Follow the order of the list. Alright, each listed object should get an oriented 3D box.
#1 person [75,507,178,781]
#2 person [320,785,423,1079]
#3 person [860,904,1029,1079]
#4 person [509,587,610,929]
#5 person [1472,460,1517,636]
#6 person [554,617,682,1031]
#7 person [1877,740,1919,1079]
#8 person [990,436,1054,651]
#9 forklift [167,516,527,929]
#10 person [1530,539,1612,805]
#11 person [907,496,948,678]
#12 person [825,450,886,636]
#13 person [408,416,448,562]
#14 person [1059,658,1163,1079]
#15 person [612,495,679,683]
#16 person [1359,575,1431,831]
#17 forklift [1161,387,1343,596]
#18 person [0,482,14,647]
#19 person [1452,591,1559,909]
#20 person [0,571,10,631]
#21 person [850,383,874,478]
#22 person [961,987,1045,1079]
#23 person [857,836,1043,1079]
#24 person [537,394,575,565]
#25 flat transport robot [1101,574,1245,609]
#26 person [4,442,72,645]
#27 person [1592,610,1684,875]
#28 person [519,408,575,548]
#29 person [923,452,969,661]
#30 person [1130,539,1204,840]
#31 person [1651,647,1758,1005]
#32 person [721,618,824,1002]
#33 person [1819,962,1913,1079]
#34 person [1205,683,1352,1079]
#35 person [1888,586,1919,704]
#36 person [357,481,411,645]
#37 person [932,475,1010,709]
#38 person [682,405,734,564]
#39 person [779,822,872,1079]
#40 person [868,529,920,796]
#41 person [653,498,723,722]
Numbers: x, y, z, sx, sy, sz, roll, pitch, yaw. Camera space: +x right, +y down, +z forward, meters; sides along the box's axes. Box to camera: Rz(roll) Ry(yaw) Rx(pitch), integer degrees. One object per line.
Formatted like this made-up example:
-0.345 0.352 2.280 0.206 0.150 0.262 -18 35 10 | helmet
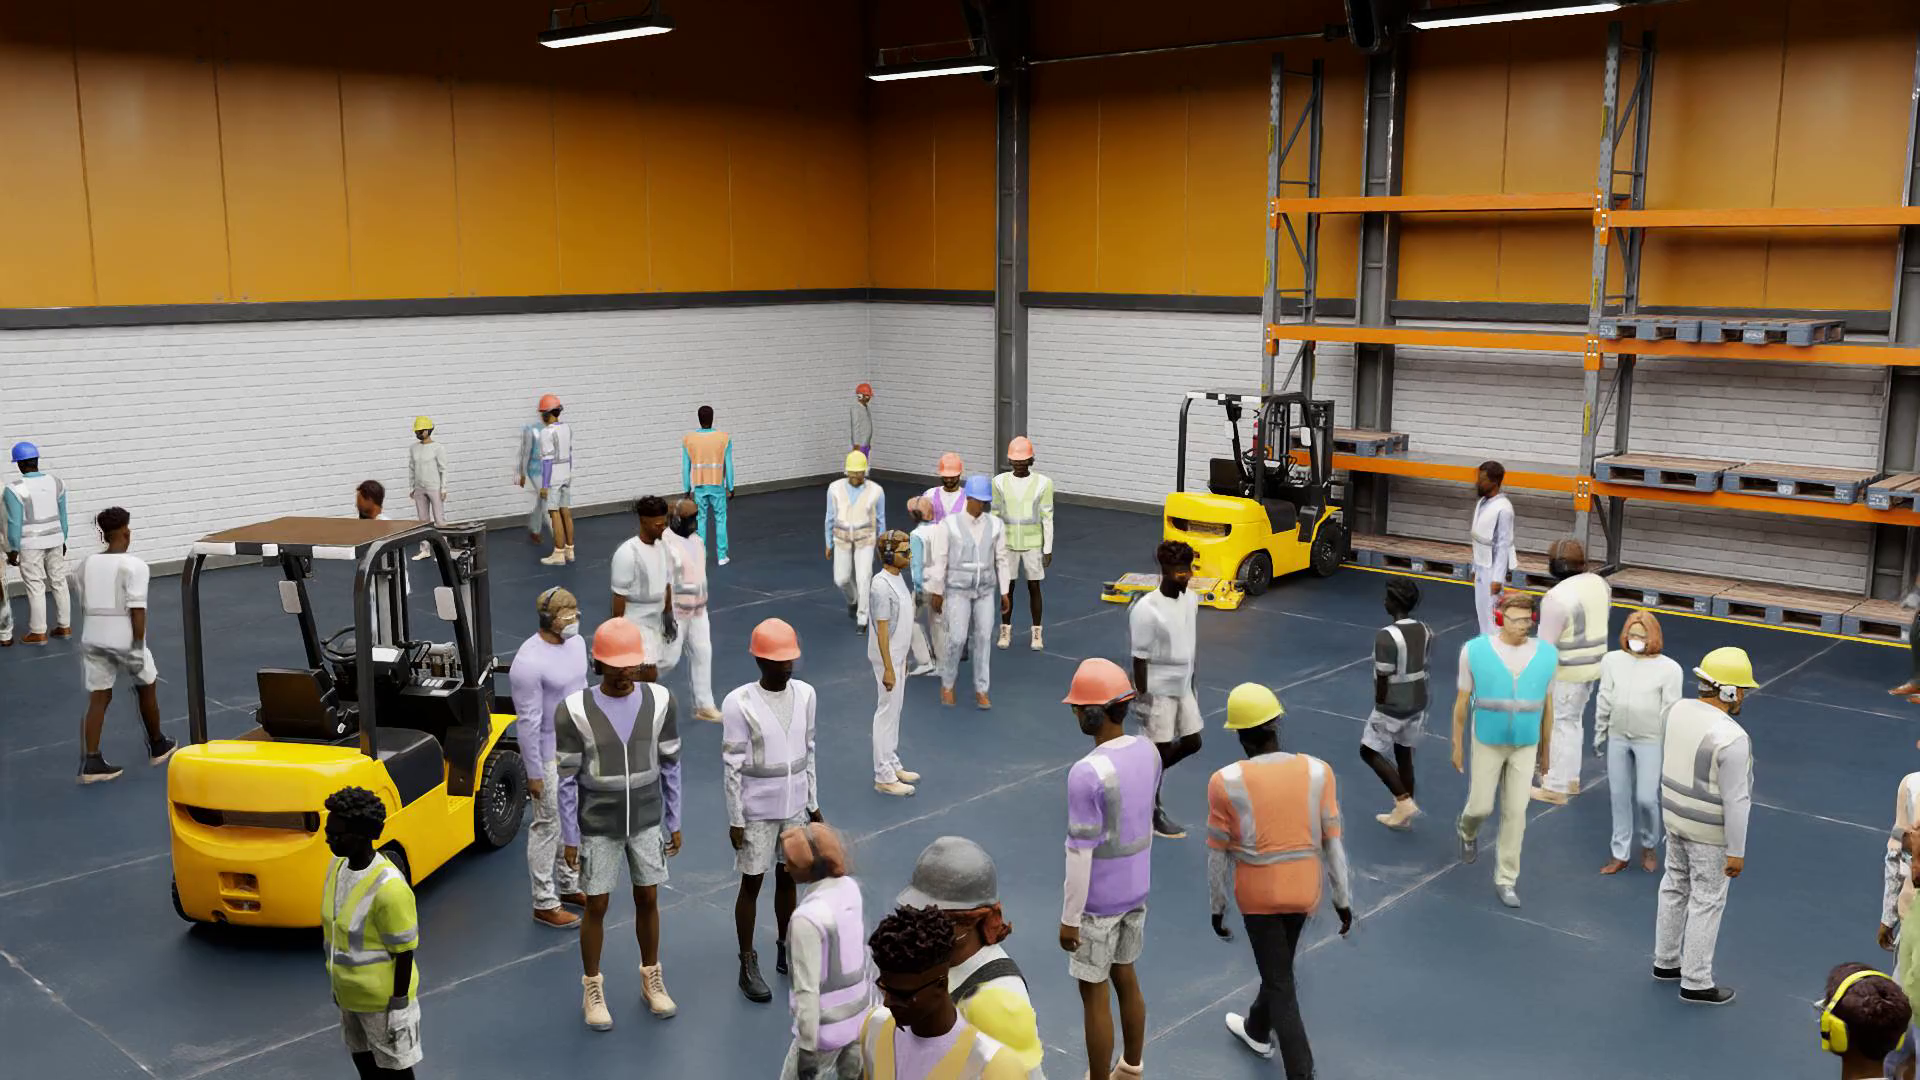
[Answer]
-6.036 0.726 11.953 0.635 1.908 0.941 2 10 11 | person
-2.321 1.785 6.558 0.538 1.695 0.320 9 13 42 | person
-0.079 1.976 4.767 0.610 1.952 0.387 9 13 42 | person
-2.241 1.200 9.253 0.380 1.928 0.636 3 10 18 | person
4.692 0.250 14.685 0.387 1.919 0.592 0 10 -2 | person
-1.626 1.362 8.028 0.603 2.034 0.416 -5 11 -26 | person
4.076 1.608 6.890 0.376 1.933 0.551 -6 12 -30 | person
0.571 0.039 15.560 0.604 2.034 0.418 2 10 11 | person
-3.583 0.976 9.748 1.214 2.155 2.313 2 10 11 | forklift
4.106 0.901 11.248 0.658 1.826 0.460 -8 13 -37 | person
-0.296 0.426 14.515 0.460 1.615 0.579 5 11 25 | person
-1.018 0.005 16.356 0.604 1.809 0.615 1 10 6 | person
-6.412 -0.614 20.023 0.535 1.767 0.316 4 11 20 | person
0.615 1.510 7.189 0.410 2.032 0.611 7 12 36 | person
-2.361 0.611 12.536 0.454 1.937 0.623 3 10 17 | person
2.812 1.062 10.700 0.548 1.682 0.361 -9 14 -43 | person
3.298 -0.608 18.767 1.214 2.155 2.313 9 13 42 | forklift
-9.242 0.089 15.618 0.655 1.906 0.407 -9 13 -41 | person
3.147 1.165 9.688 0.587 1.830 0.633 0 10 1 | person
-7.878 0.544 13.031 0.627 1.900 1.022 -1 10 -7 | person
-1.456 -1.493 25.068 0.346 1.746 0.573 3 10 16 | person
-0.046 2.061 4.970 0.532 1.716 0.815 -8 13 -39 | person
-0.064 1.878 5.052 0.539 2.000 0.689 -4 11 -20 | person
-4.846 -0.719 19.834 0.381 2.040 0.616 3 10 15 | person
2.279 0.534 17.742 1.431 0.197 0.652 3 10 17 | flat transport robot
-8.787 0.029 15.855 0.391 1.944 0.603 4 11 24 | person
4.056 1.222 9.979 0.360 1.629 0.503 -10 14 -44 | person
-5.184 -0.841 20.966 1.023 1.877 0.622 8 13 38 | person
-0.091 0.153 15.203 0.545 1.928 0.388 2 10 12 | person
1.296 0.938 10.657 0.476 1.946 0.616 9 13 42 | person
3.721 1.419 8.302 0.403 1.820 0.602 -2 10 -12 | person
-0.929 1.341 8.400 0.542 1.939 0.362 -8 13 -38 | person
2.396 2.060 4.540 0.511 1.862 0.325 -2 10 -10 | person
1.415 1.565 7.373 0.651 1.861 0.995 -2 10 -13 | person
8.019 0.450 13.768 0.409 1.842 0.538 2 10 12 | person
-4.689 0.470 13.547 0.408 1.884 0.684 -3 10 -15 | person
0.102 0.422 13.635 0.632 1.931 0.471 -4 11 -23 | person
-2.994 -0.645 19.798 0.600 1.907 0.401 0 10 -3 | person
-0.547 1.850 6.394 0.507 1.621 0.600 4 11 22 | person
-0.458 0.838 11.529 0.345 1.846 0.507 1 10 8 | person
-2.270 0.552 13.258 0.784 1.812 0.613 6 12 31 | person
